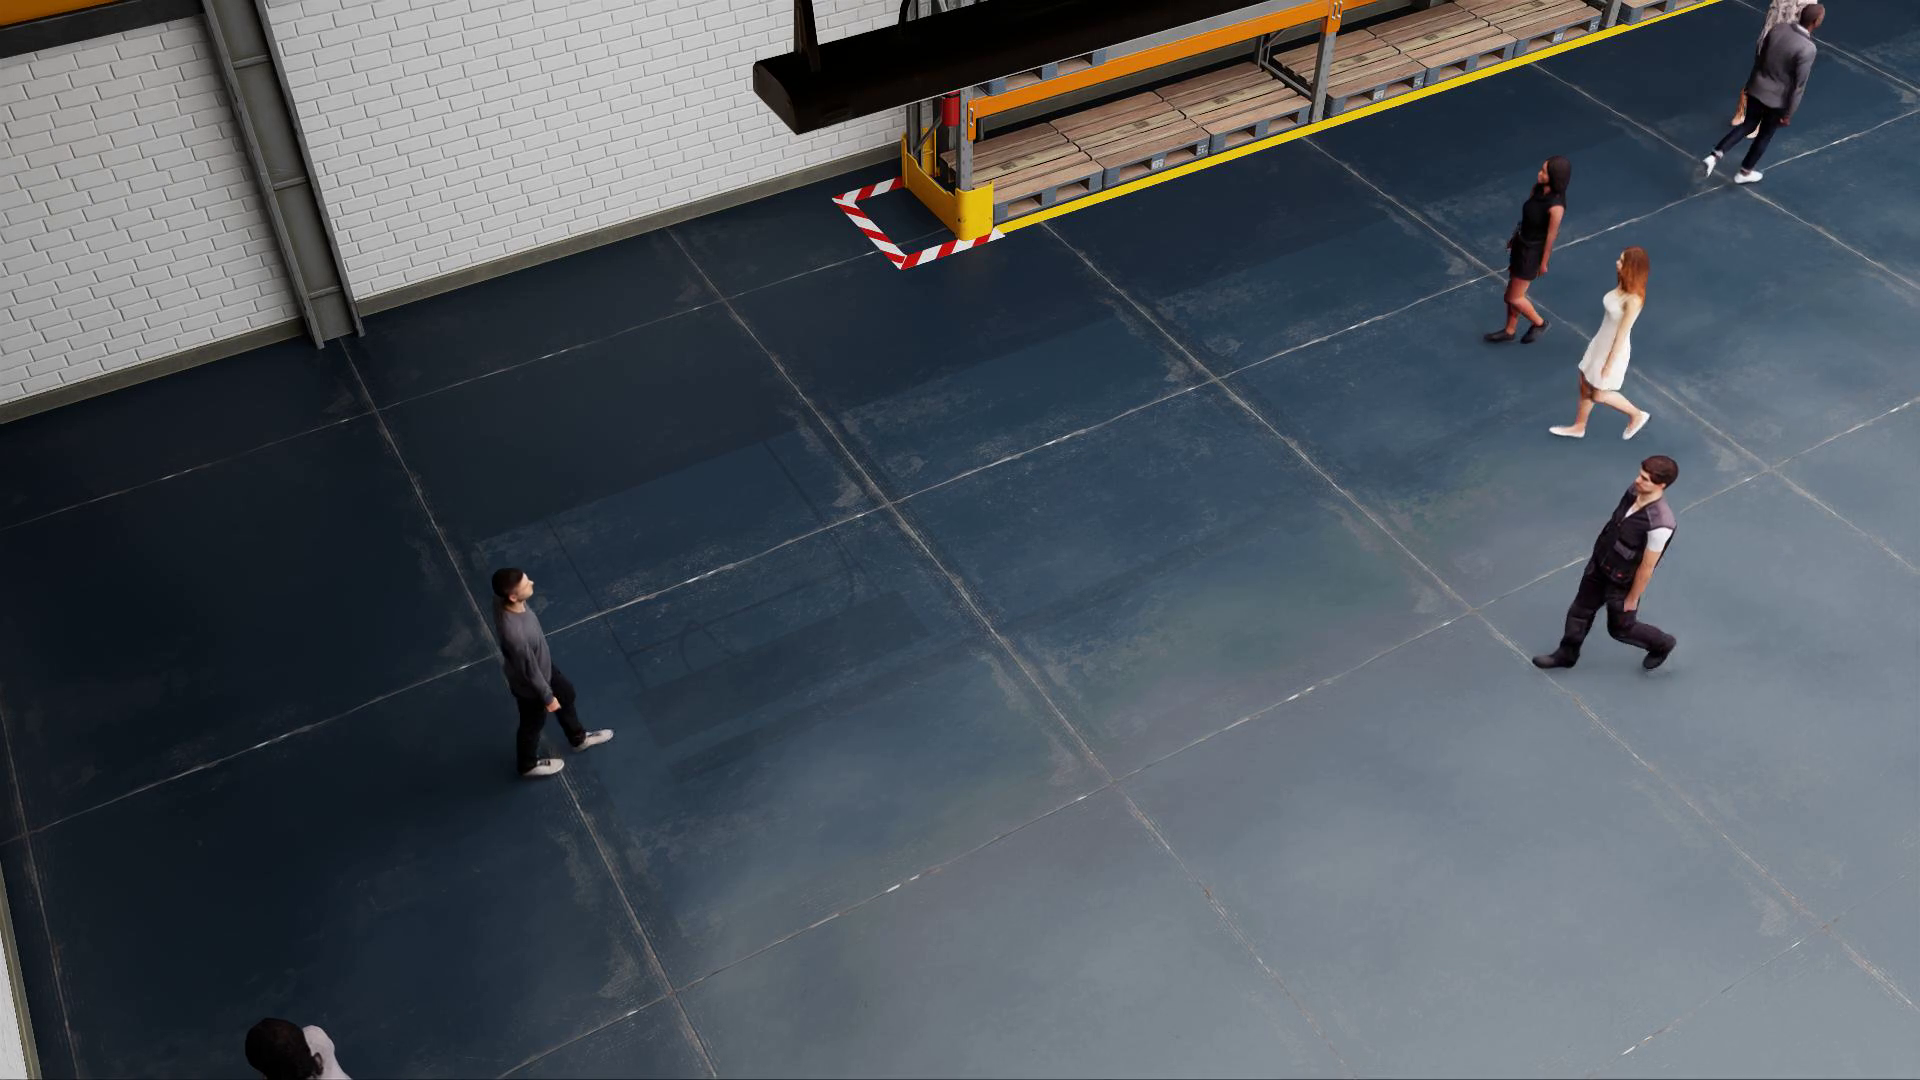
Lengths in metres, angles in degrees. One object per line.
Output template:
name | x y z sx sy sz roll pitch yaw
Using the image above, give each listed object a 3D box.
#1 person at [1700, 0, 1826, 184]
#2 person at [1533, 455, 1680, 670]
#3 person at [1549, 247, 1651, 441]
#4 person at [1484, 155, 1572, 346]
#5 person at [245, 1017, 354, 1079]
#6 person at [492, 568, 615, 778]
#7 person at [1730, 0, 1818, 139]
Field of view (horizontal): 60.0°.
person | 7.195 -3.956 14.927 0.967 1.793 0.830 -20 47 -19
person | 4.288 0.197 10.546 1.197 1.822 0.943 -4 44 -4
person | 4.906 -1.401 12.320 0.996 1.690 0.886 5 44 5
person | 4.601 -2.266 13.202 0.825 1.726 0.752 -2 44 -2
person | -3.045 2.782 7.991 0.812 1.605 0.763 0 44 0
person | -2.644 0.833 9.938 0.901 1.740 0.728 -13 45 -14
person | 7.703 -4.663 15.657 0.631 1.811 0.710 -13 45 -14
